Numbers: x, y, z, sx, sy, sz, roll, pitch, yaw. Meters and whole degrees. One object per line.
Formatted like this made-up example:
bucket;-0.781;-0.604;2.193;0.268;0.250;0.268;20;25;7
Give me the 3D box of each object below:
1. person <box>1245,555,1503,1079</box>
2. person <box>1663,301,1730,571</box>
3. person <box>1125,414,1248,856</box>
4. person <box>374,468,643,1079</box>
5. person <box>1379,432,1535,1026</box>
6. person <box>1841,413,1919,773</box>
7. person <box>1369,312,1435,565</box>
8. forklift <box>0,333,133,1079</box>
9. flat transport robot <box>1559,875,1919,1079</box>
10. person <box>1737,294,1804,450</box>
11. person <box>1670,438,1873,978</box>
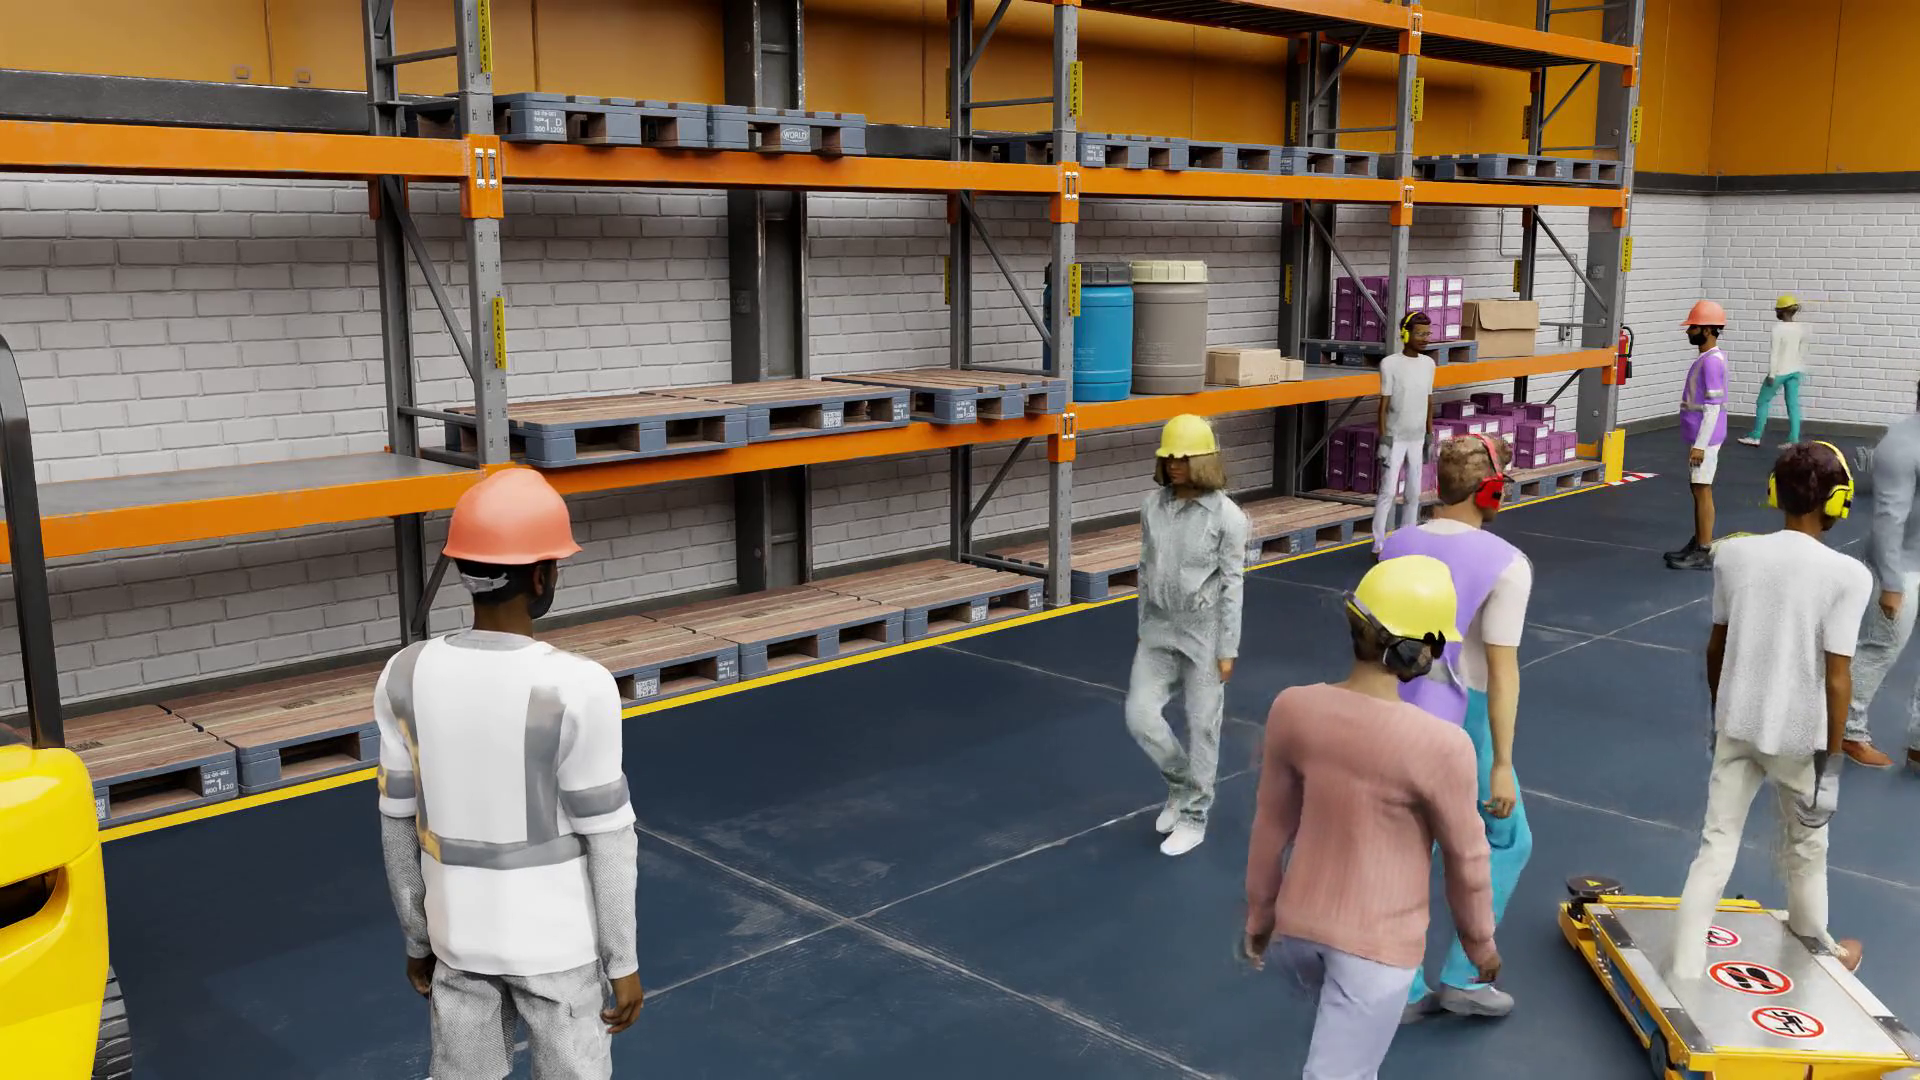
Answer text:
person;0.946;0.873;3.763;0.903;1.713;0.535;-8;13;-37
person;5.323;-0.745;11.986;0.360;1.939;0.543;4;11;21
person;0.861;0.373;6.431;0.507;1.727;0.355;9;14;40
person;-0.914;0.813;3.494;0.553;1.935;0.365;3;11;15
person;1.525;0.587;5.024;0.576;1.822;0.609;-6;12;-28
person;4.184;0.135;7.295;0.646;1.892;0.731;-4;11;-18
person;3.237;-0.721;12.081;0.519;1.860;0.320;-5;11;-24
forklift;-3.289;0.485;4.582;1.214;2.155;2.313;-10;14;-44
flat transport robot;2.329;1.369;5.006;0.652;0.197;1.431;1;10;5
person;9.203;-1.890;18.772;0.541;1.737;0.762;-4;11;-23
person;2.457;0.595;5.032;1.010;1.807;0.538;-7;13;-35
